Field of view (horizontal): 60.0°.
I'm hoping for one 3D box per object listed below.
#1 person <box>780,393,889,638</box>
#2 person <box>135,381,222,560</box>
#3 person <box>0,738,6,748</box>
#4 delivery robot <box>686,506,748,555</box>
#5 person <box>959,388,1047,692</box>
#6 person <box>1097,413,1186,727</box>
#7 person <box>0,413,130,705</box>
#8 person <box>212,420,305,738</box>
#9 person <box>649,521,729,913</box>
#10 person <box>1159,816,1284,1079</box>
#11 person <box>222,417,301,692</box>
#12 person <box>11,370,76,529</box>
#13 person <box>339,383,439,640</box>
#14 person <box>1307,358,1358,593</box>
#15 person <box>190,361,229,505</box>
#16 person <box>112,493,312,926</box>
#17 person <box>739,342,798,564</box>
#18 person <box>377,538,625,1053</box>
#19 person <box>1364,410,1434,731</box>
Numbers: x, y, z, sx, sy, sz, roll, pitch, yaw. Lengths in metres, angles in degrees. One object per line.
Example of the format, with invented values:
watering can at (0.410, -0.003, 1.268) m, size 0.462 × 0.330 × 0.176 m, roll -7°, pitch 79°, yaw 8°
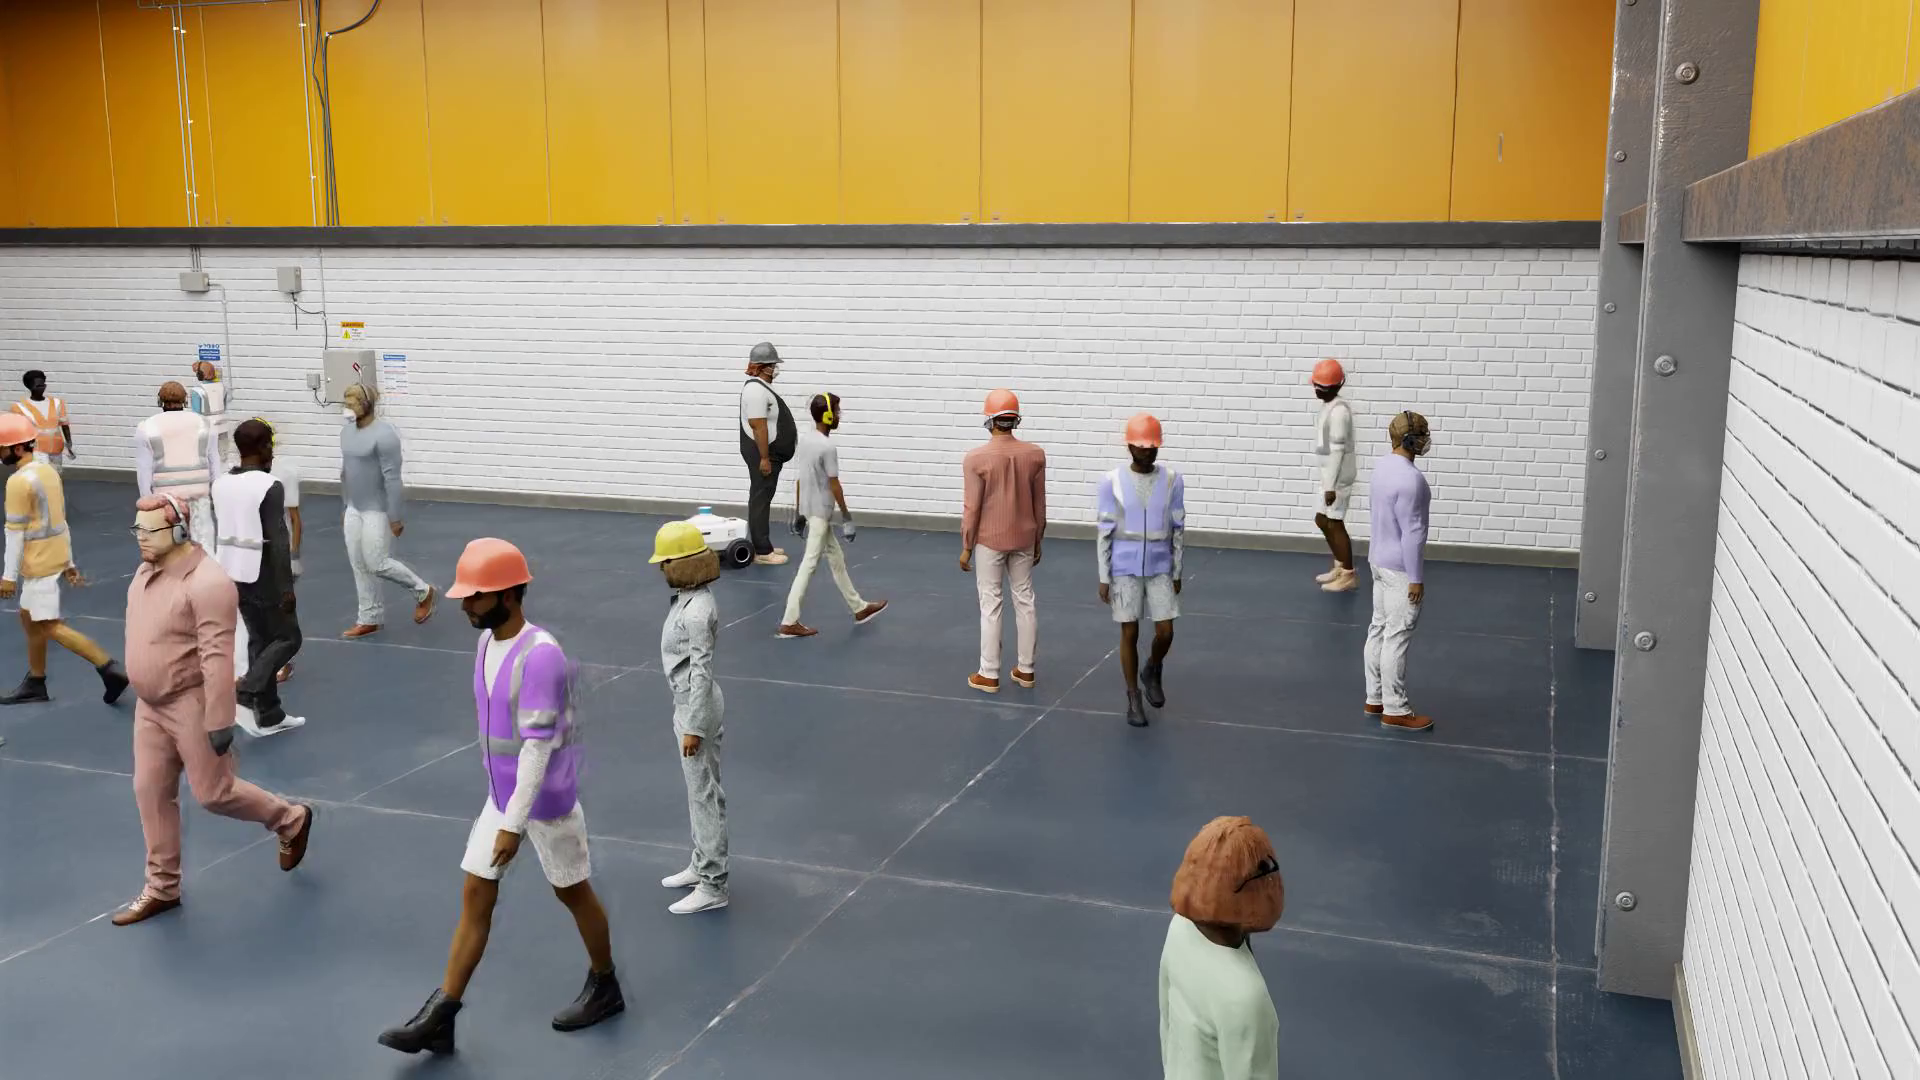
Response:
person at (-0.966, -0.192, 12.520) m, size 0.971 × 1.819 × 0.554 m, roll -5°, pitch 11°, yaw -25°
person at (-6.292, -0.363, 13.423) m, size 0.635 × 1.842 × 0.429 m, roll -7°, pitch 13°, yaw -36°
person at (-5.761, 0.515, 8.994) m, size 0.879 × 1.644 × 0.552 m, roll -3°, pitch 10°, yaw -16°
delivery robot at (-2.298, -0.060, 15.076) m, size 0.707 × 0.478 × 0.477 m, roll -6°, pitch 12°, yaw -32°
person at (0.279, 0.004, 10.924) m, size 0.611 × 1.996 × 0.379 m, roll -5°, pitch 11°, yaw -25°
person at (1.106, 0.171, 10.182) m, size 0.551 × 1.920 × 0.455 m, roll -1°, pitch 10°, yaw -4°
person at (-5.695, 0.138, 10.458) m, size 0.836 × 1.905 × 0.547 m, roll -2°, pitch 10°, yaw -14°
person at (-4.199, 0.243, 9.856) m, size 0.611 × 1.897 × 0.490 m, roll 6°, pitch 12°, yaw 31°
person at (-1.195, 0.771, 7.335) m, size 0.305 × 1.736 × 0.484 m, roll -2°, pitch 10°, yaw -13°
person at (0.610, 1.433, 3.891) m, size 0.274 × 1.634 × 0.507 m, roll -2°, pitch 10°, yaw -12°
person at (-4.552, 0.119, 10.797) m, size 0.528 × 1.806 × 0.984 m, roll -1°, pitch 10°, yaw -7°
person at (-9.525, -0.948, 17.245) m, size 0.878 × 1.657 × 0.532 m, roll 6°, pitch 12°, yaw 32°
person at (-4.341, -0.225, 12.436) m, size 0.634 × 1.918 × 0.637 m, roll 8°, pitch 13°, yaw 39°
person at (3.122, -0.530, 13.926) m, size 0.553 × 1.994 × 0.634 m, roll 0°, pitch 10°, yaw 0°
person at (-8.463, -1.208, 18.768) m, size 0.370 × 1.634 × 0.529 m, roll 4°, pitch 11°, yaw 22°
person at (-3.353, 0.703, 7.343) m, size 0.643 × 1.879 × 0.822 m, roll 7°, pitch 12°, yaw 33°
person at (-1.767, -0.810, 15.384) m, size 0.536 × 2.000 × 0.672 m, roll -1°, pitch 10°, yaw -8°
person at (-1.651, 0.935, 5.983) m, size 0.558 × 1.885 × 0.982 m, roll 10°, pitch 14°, yaw 44°
person at (2.671, 0.179, 10.099) m, size 0.373 × 1.940 × 0.628 m, roll -1°, pitch 10°, yaw -6°
